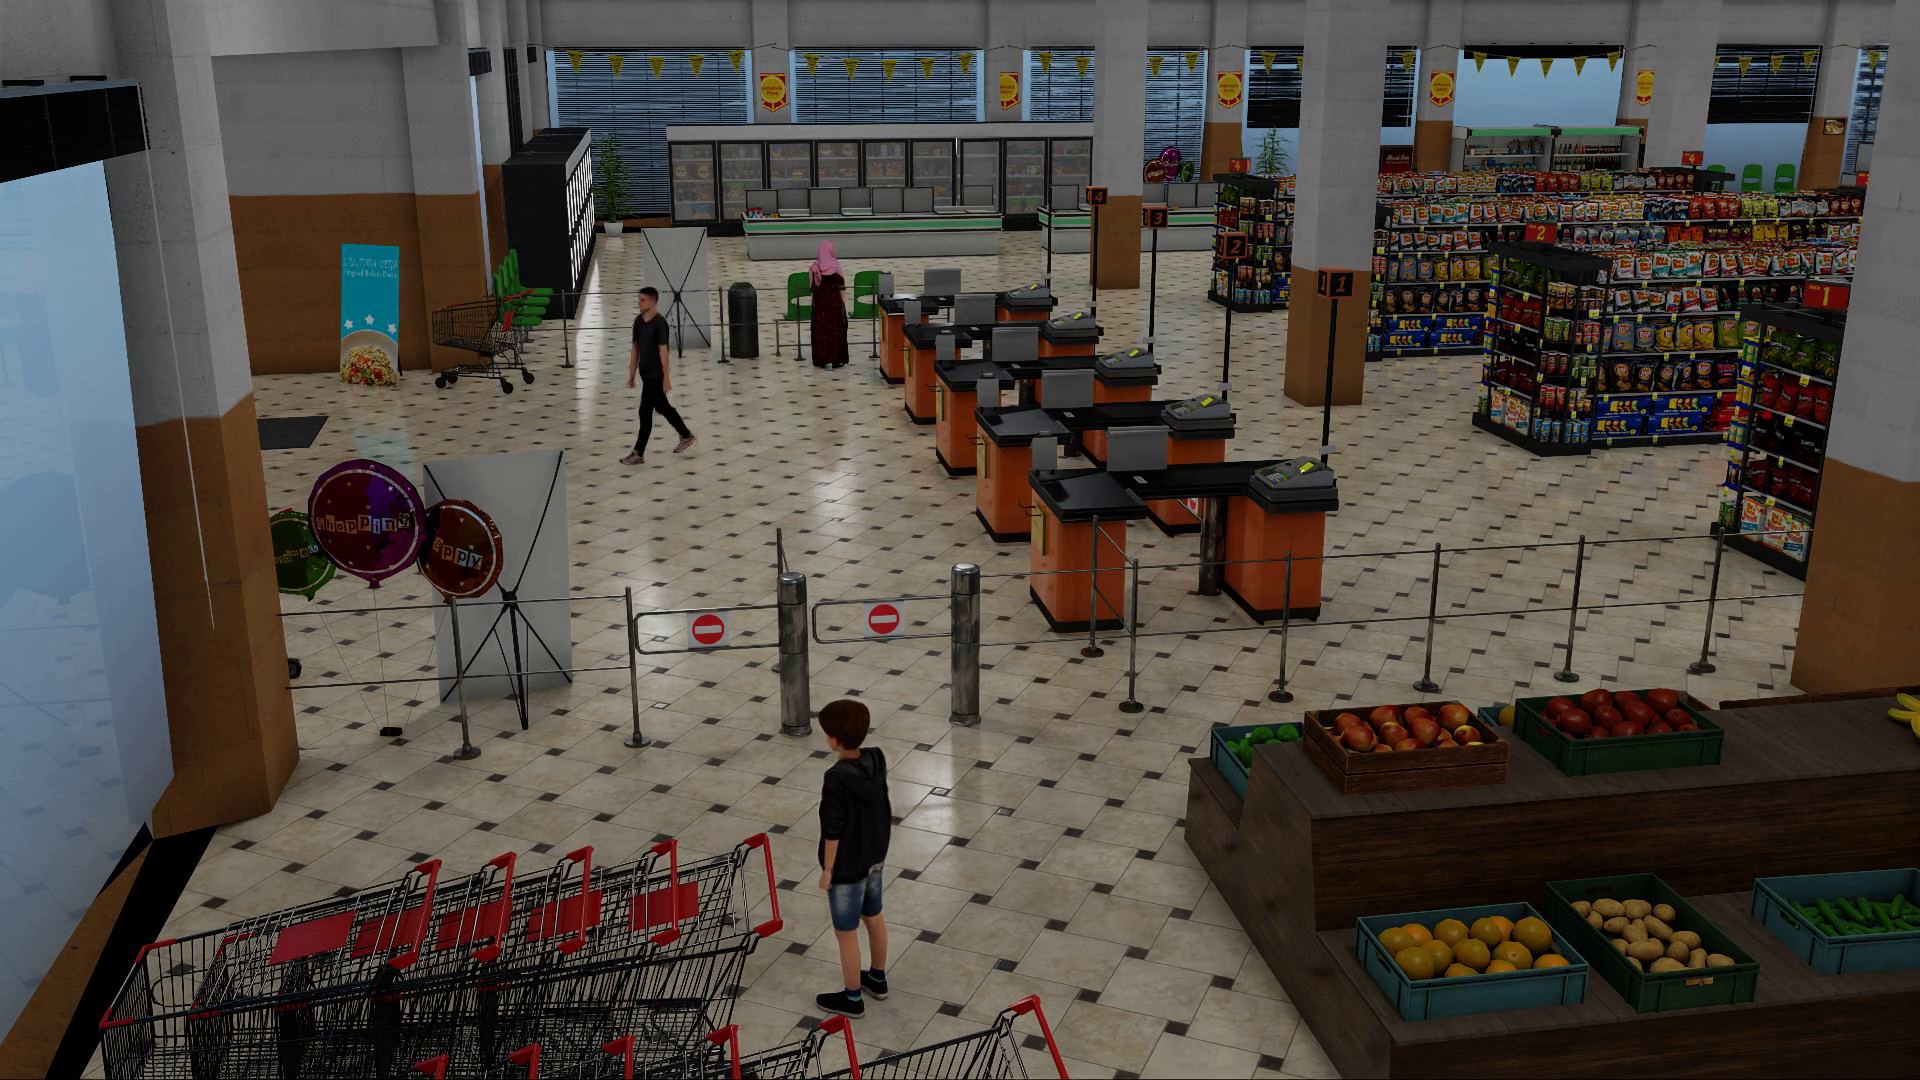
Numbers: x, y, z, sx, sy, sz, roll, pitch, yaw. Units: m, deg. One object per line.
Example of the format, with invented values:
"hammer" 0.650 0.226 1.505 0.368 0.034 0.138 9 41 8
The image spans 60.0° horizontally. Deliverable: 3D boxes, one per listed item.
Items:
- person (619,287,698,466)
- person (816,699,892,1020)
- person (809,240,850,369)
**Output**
"person" -2.977 -1.625 16.552 1.263 1.723 1.066 -15 22 -40
"person" -0.458 1.362 7.185 0.683 1.450 0.618 13 21 36
"person" -1.692 -3.024 21.306 0.679 1.639 0.806 4 17 12
